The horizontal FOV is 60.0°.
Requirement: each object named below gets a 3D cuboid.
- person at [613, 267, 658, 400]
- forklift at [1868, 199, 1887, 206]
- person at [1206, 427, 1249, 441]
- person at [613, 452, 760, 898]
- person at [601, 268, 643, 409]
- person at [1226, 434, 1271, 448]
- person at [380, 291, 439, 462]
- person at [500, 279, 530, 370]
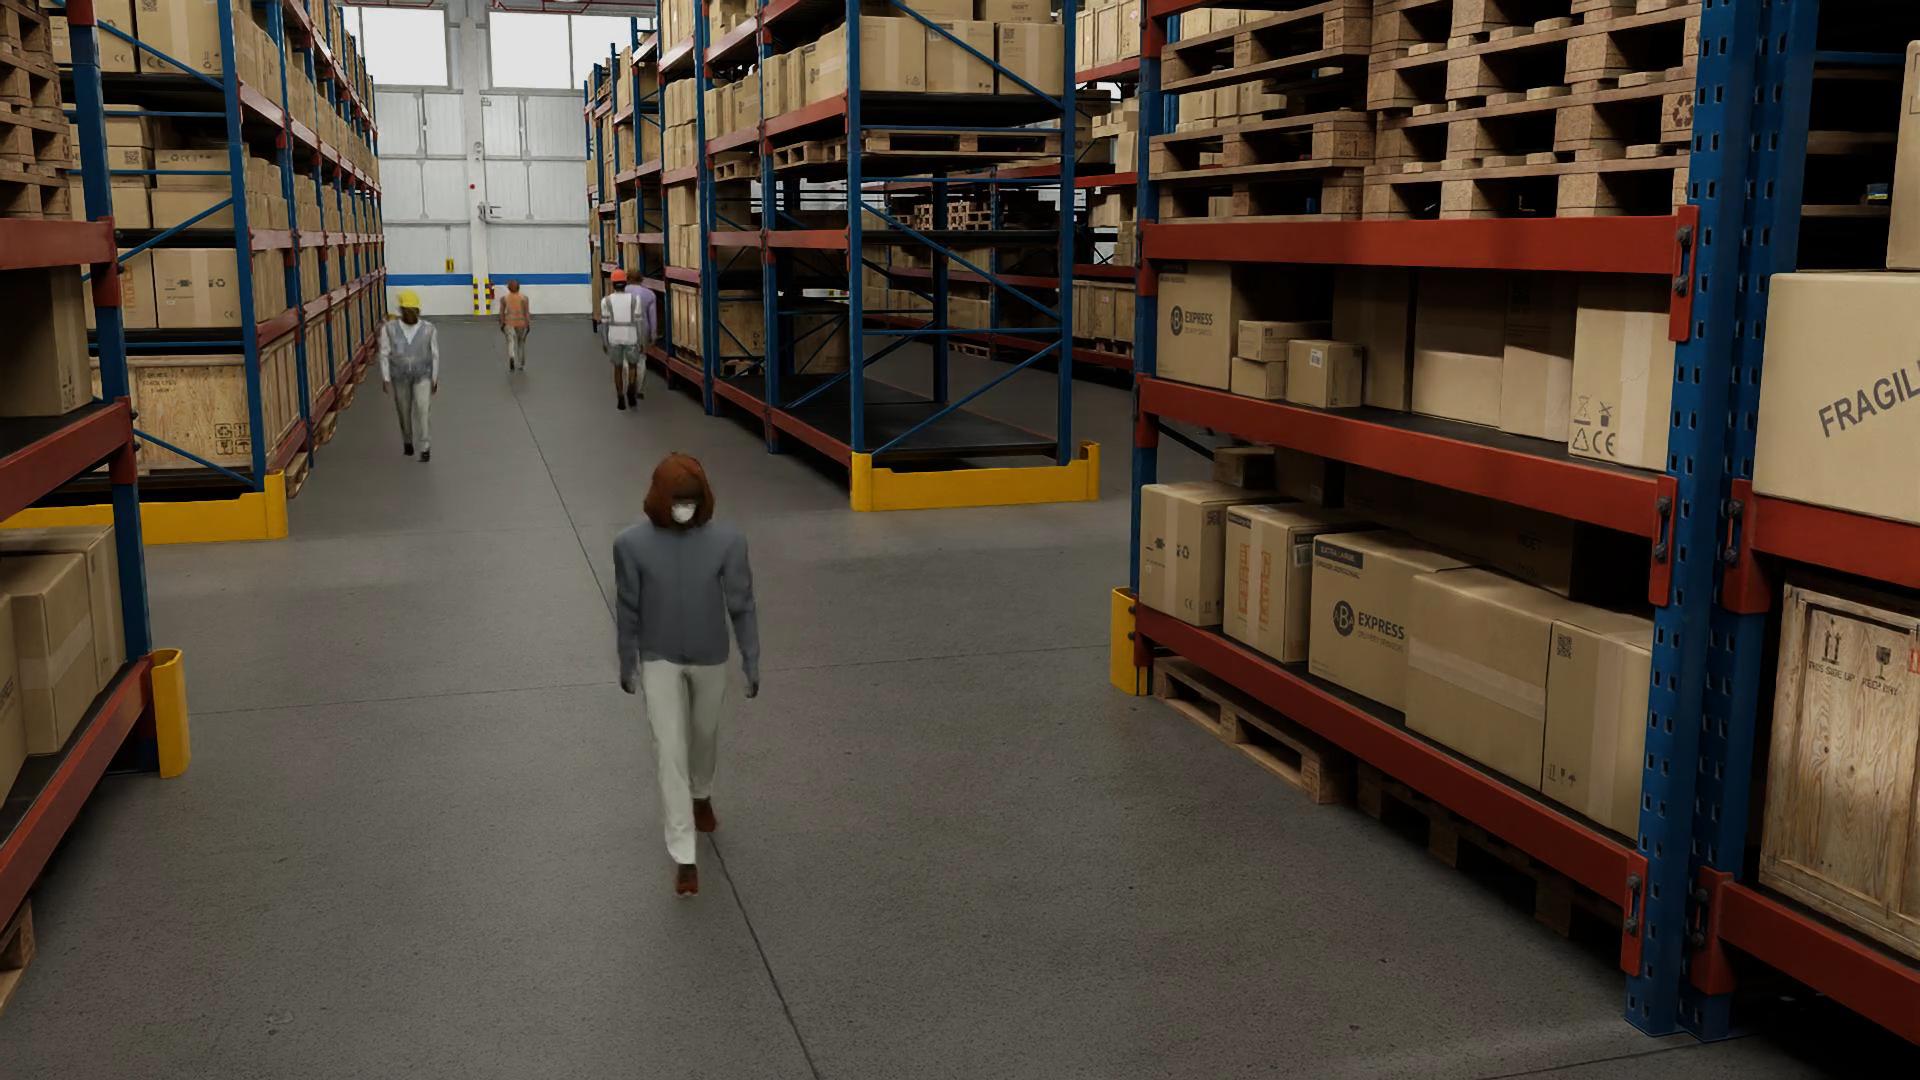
[{"bbox_3d":[-4.719,-3.004,24.175,0.653,1.915,0.620,-3,11,-16],"label":"person"},{"bbox_3d":[11.338,-2.915,21.052,1.129,2.768,1.873,-3,11,-17],"label":"forklift"},{"bbox_3d":[3.108,-1.977,19.409,0.503,1.606,0.746,-9,14,-41],"label":"person"},{"bbox_3d":[-1.027,0.438,6.239,0.512,1.582,0.917,-3,11,-15],"label":"person"},{"bbox_3d":[-4.632,-2.752,22.815,0.556,1.915,0.592,-2,11,-11],"label":"person"},{"bbox_3d":[3.179,-1.901,18.217,0.660,1.883,0.612,-7,12,-33],"label":"person"},{"bbox_3d":[-5.831,-1.748,17.653,0.589,1.794,0.916,-3,11,-16],"label":"person"},{"bbox_3d":[-7.828,-3.783,29.282,0.523,1.619,0.615,-3,11,-15],"label":"person"}]
